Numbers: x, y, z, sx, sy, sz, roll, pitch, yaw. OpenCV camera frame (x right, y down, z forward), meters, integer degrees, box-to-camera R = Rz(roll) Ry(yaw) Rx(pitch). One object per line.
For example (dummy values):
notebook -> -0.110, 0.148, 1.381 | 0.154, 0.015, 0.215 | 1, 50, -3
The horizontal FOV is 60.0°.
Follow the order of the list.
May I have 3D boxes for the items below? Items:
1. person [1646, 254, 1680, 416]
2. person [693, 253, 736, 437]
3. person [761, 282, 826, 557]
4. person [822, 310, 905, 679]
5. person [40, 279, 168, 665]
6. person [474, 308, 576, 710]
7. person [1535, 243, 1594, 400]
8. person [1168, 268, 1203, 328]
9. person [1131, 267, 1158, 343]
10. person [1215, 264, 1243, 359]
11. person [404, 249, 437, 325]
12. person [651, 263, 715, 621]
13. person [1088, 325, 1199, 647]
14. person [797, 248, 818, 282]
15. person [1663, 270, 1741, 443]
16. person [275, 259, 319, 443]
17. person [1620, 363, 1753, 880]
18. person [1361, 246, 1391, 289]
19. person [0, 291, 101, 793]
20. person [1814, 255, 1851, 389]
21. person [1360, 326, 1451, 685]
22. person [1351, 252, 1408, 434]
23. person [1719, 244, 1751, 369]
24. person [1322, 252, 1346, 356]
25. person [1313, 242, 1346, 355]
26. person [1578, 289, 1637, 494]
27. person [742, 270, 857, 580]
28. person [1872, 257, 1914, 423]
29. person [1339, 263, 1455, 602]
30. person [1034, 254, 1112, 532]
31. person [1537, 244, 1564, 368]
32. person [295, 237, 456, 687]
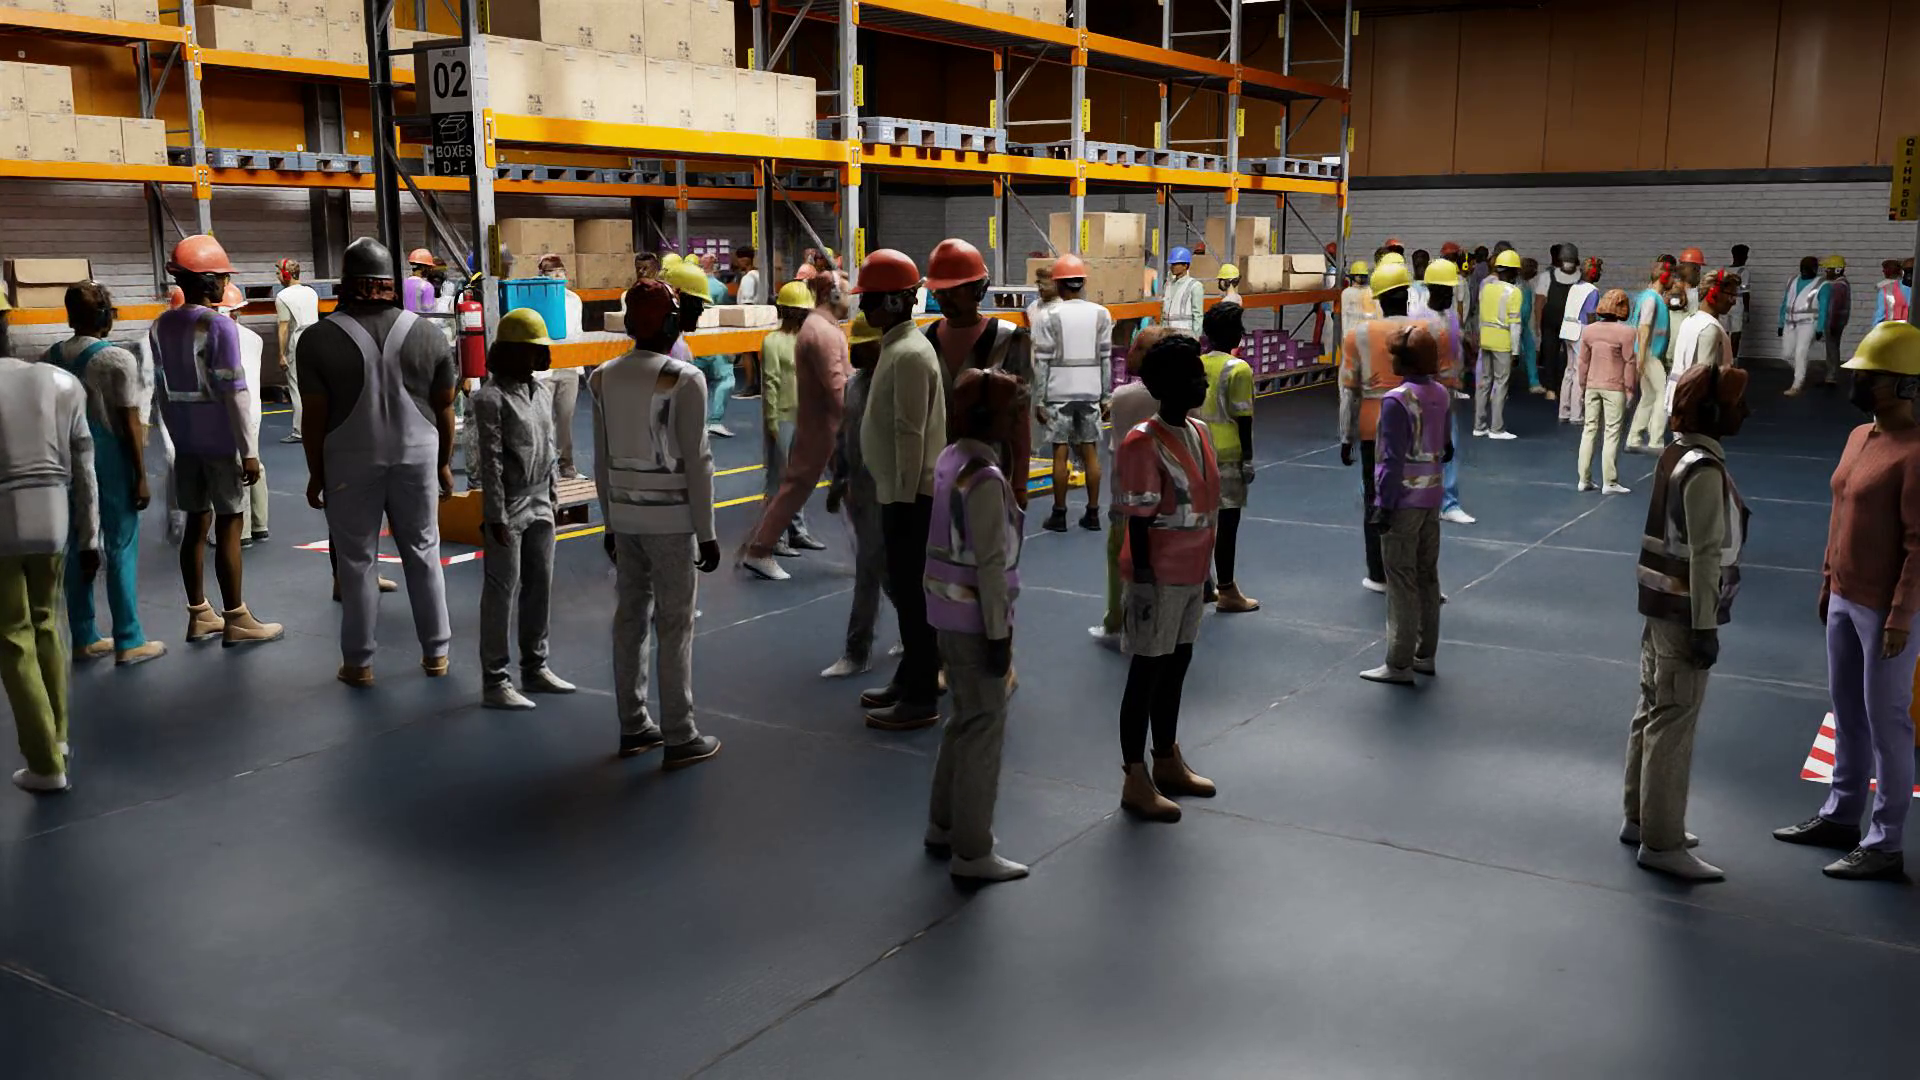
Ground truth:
person -> 8.079, -2.341, 19.114 | 0.510, 1.860, 0.333 | -1, 10, -3
person -> -2.576, -1.995, 17.110 | 0.663, 1.888, 0.404 | 8, 13, 39
person -> -1.073, -0.774, 10.708 | 0.338, 1.761, 0.525 | 6, 12, 29
person -> -0.388, -0.244, 7.875 | 0.760, 1.712, 0.496 | -9, 13, -40
person -> -4.097, -0.313, 7.939 | 0.501, 1.838, 0.341 | 3, 11, 14
person -> -1.890, -0.137, 7.252 | 0.320, 1.737, 0.487 | 4, 11, 22
person -> 7.550, -2.742, 20.825 | 0.693, 2.000, 0.990 | 3, 11, 18
person -> 3.348, -3.322, 24.746 | 0.633, 1.798, 0.908 | 3, 11, 16
person -> 2.888, -3.735, 26.846 | 0.611, 1.858, 0.986 | 2, 10, 10
person -> 2.842, -2.040, 17.698 | 0.315, 1.769, 0.525 | 4, 11, 22
person -> -6.088, -2.320, 18.820 | 0.549, 1.924, 0.386 | 7, 12, 32
person -> -1.499, -0.498, 8.771 | 0.459, 1.894, 0.634 | -2, 10, -12
person -> 0.884, -0.234, 8.097 | 0.533, 1.606, 0.713 | -4, 11, -23
person -> -2.251, -3.440, 25.087 | 0.400, 1.905, 0.644 | 0, 10, -3
person -> 4.612, -0.759, 10.396 | 0.389, 1.837, 0.563 | 2, 10, 10
person -> -6.591, -1.878, 16.613 | 0.394, 1.836, 0.560 | 3, 11, 15
person -> 2.339, 0.250, 5.357 | 0.312, 1.639, 0.518 | 2, 10, 12
person -> 5.625, -2.961, 22.320 | 0.634, 1.938, 0.355 | -3, 11, -17
person -> -3.555, -0.017, 6.154 | 0.711, 1.890, 0.582 | 7, 12, 34
person -> 11.917, -2.972, 22.711 | 0.403, 1.825, 0.592 | 5, 11, 24
person -> 2.054, -0.156, 7.616 | 0.307, 1.637, 0.525 | 9, 14, 41
person -> 4.163, -1.896, 16.510 | 0.602, 1.905, 0.642 | -6, 12, -31
person -> 11.667, -3.474, 25.086 | 0.362, 1.963, 0.614 | -4, 11, -19
person -> 5.960, -3.646, 26.384 | 0.430, 1.845, 0.622 | 3, 11, 18
person -> 6.274, -4.053, 28.253 | 0.613, 1.985, 0.412 | -3, 11, -17
person -> 5.183, -1.184, 13.320 | 0.264, 1.632, 0.507 | -6, 12, -31
person -> -0.819, -0.672, 9.905 | 1.041, 1.853, 0.644 | 0, 10, 3
person -> 10.049, -2.076, 17.690 | 0.634, 1.839, 0.429 | 5, 12, 27
person -> 2.471, -0.610, 9.444 | 0.647, 1.893, 0.667 | 3, 11, 17
person -> 0.771, -1.013, 11.566 | 0.559, 1.929, 0.399 | -3, 11, -15
person -> 9.393, -3.704, 26.382 | 0.368, 1.958, 0.599 | 4, 11, 22
person -> -2.676, -0.361, 7.630 | 0.688, 2.000, 0.536 | -6, 12, -31
